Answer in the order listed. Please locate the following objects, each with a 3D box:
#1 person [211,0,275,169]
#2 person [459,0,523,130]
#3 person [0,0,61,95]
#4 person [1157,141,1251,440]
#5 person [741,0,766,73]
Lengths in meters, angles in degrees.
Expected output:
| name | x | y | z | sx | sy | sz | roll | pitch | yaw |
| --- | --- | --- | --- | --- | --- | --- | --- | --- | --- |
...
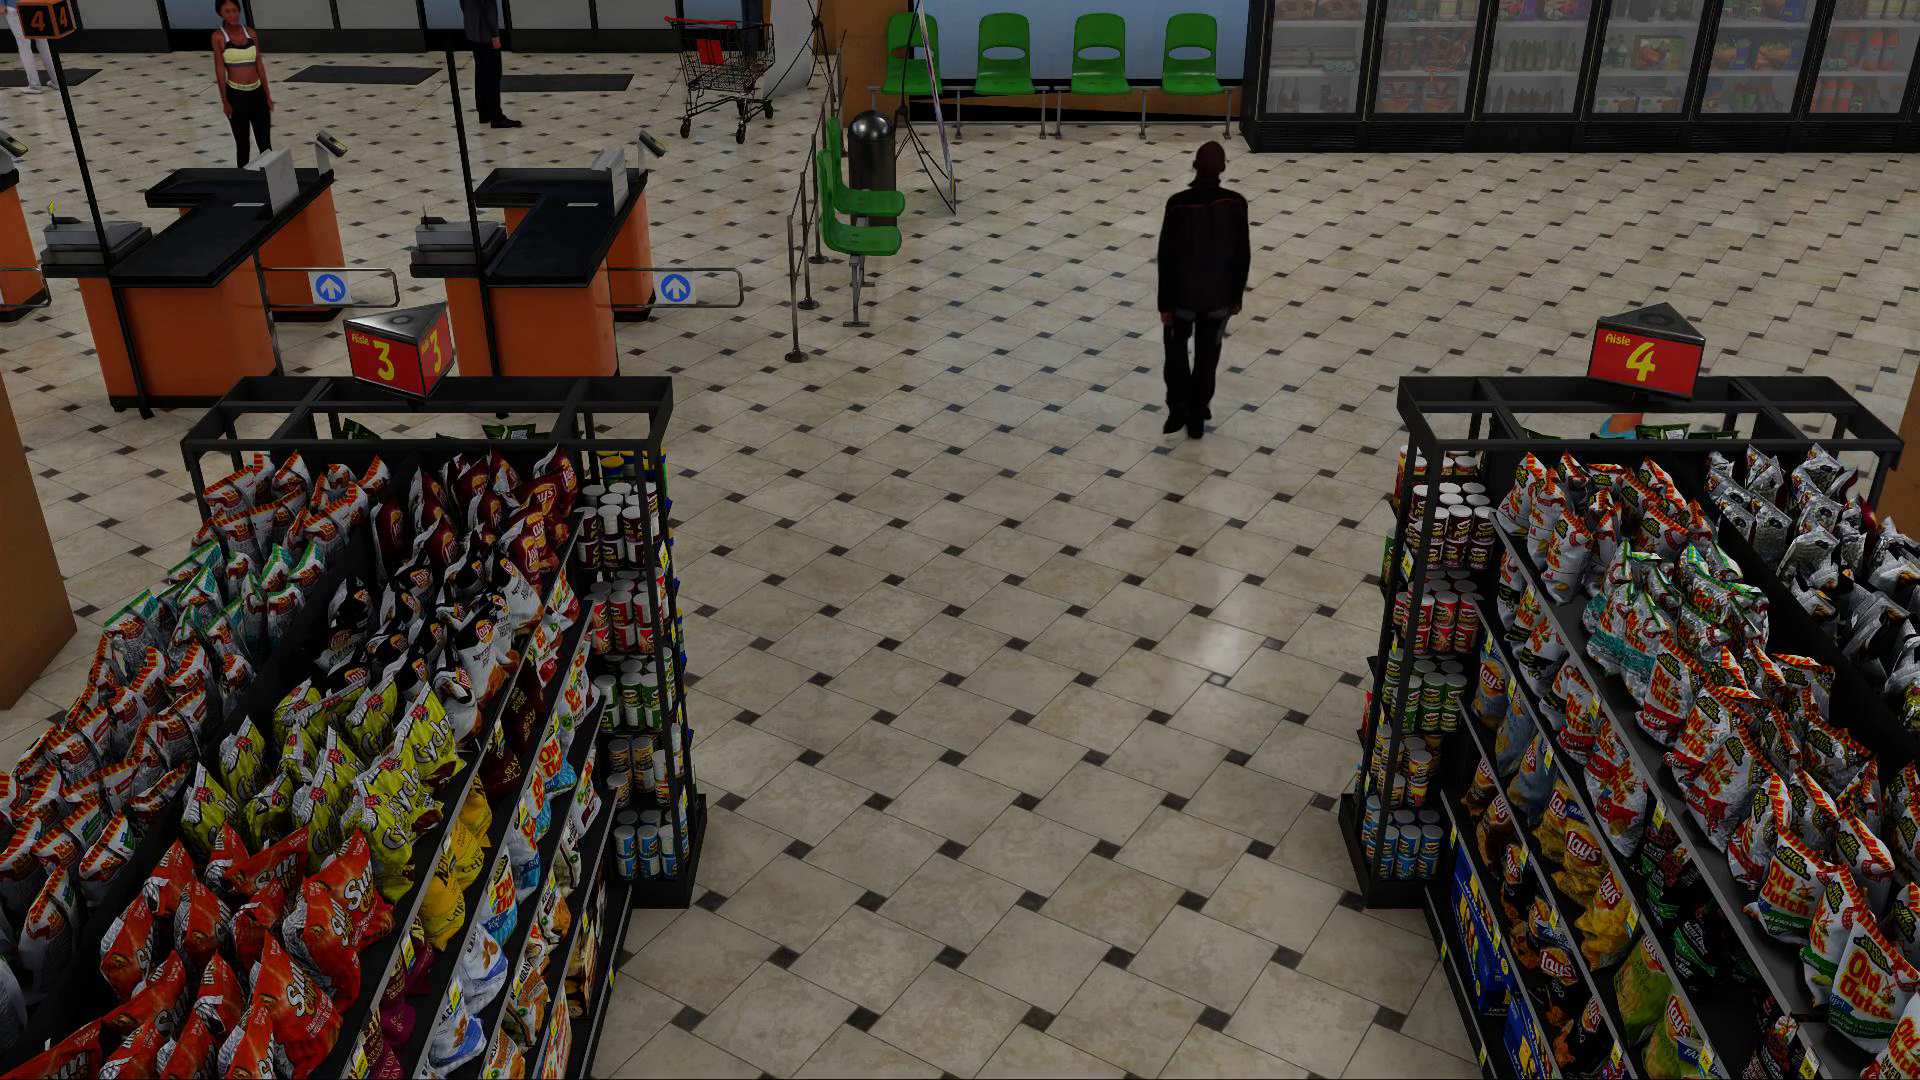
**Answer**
| name | x | y | z | sx | sy | sz | roll | pitch | yaw |
| --- | --- | --- | --- | --- | --- | --- | --- | --- | --- |
| person | -6.004 | -3.695 | 13.985 | 0.640 | 1.754 | 0.694 | -24 | 37 | -37 |
| person | -4.658 | -4.993 | 16.272 | 0.869 | 1.840 | 0.774 | -21 | 35 | -33 |
| person | -9.842 | -5.657 | 17.438 | 0.802 | 1.888 | 0.689 | 16 | 32 | 26 |
| person | 1.416 | -1.412 | 9.746 | 0.734 | 1.810 | 0.789 | 2 | 29 | 4 |
| person | -2.327 | -6.106 | 18.362 | 0.730 | 1.792 | 0.618 | -15 | 32 | -25 |
